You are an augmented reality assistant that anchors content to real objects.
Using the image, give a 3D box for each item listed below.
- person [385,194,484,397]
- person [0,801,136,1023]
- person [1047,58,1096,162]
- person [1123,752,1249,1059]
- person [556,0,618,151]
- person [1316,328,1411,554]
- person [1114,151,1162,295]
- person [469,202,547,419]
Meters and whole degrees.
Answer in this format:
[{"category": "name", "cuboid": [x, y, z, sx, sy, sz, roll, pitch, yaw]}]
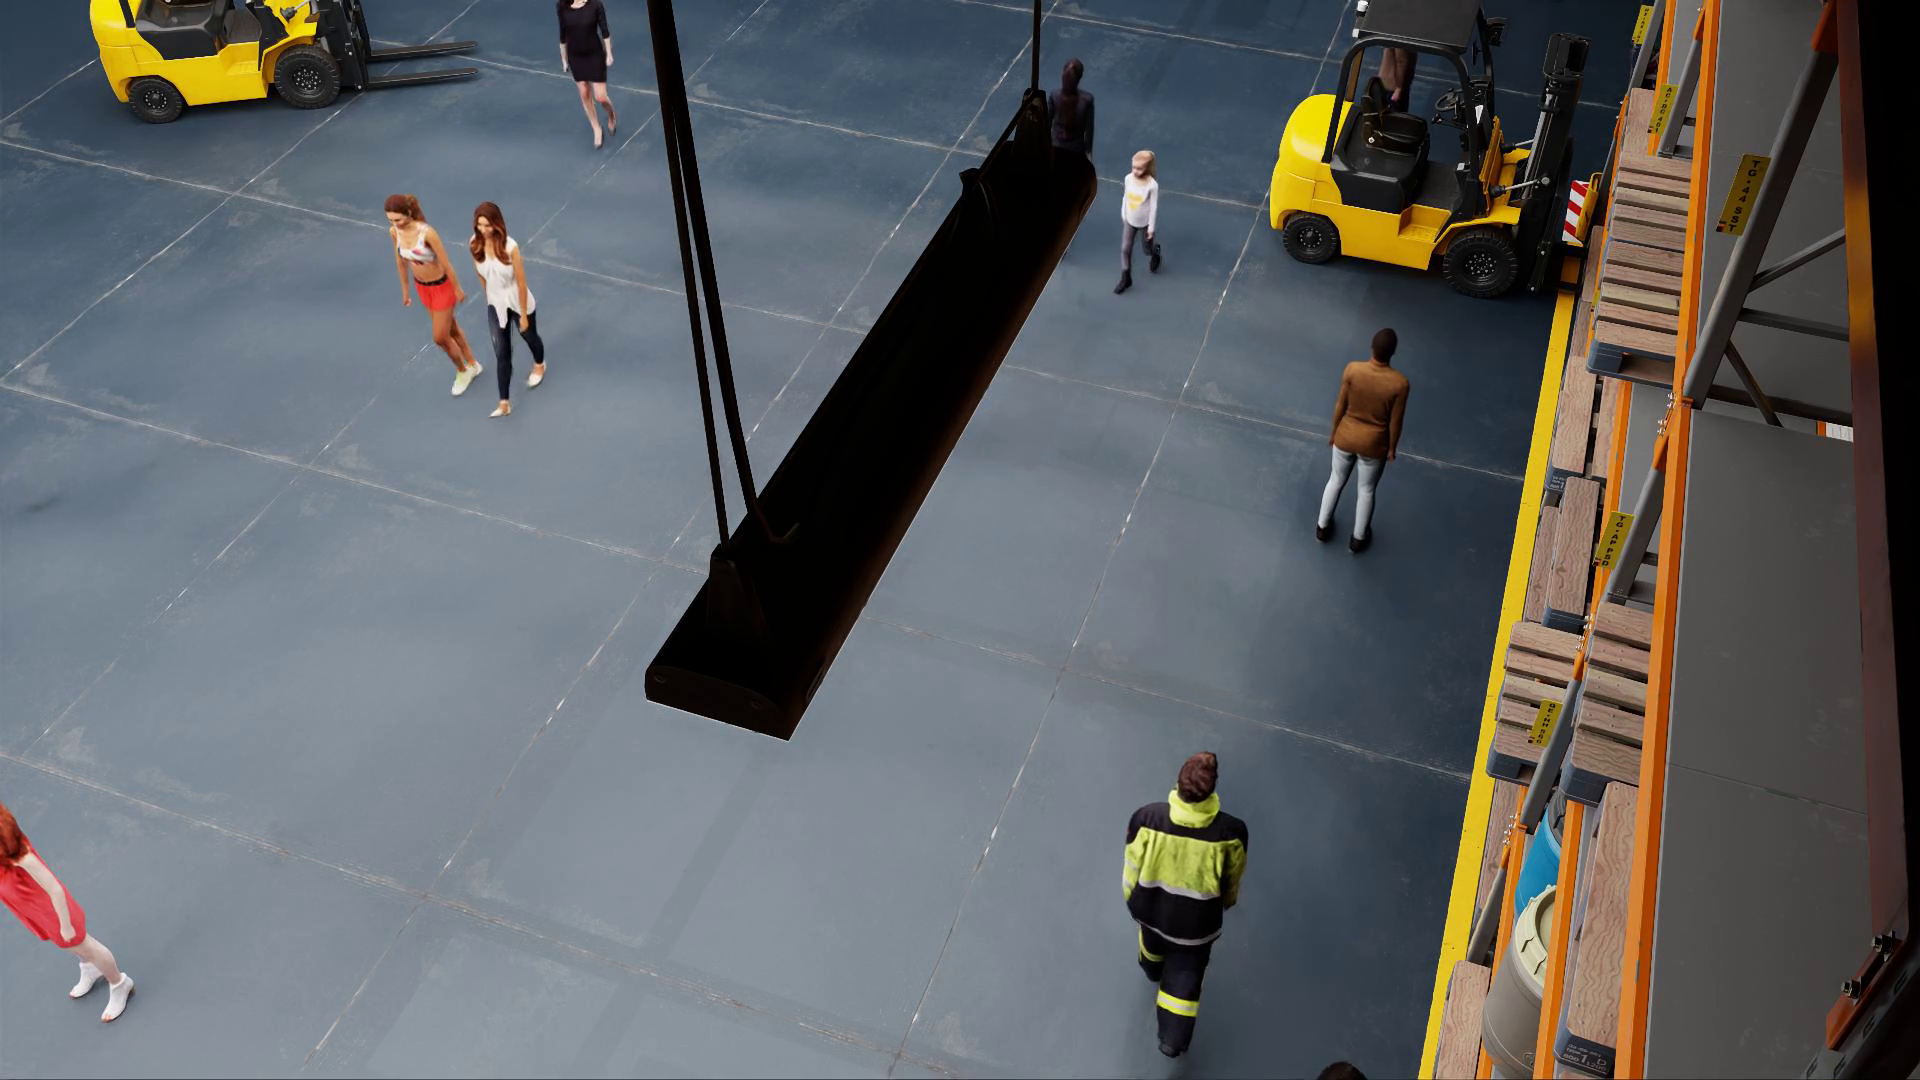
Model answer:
[{"category": "person", "cuboid": [-3.976, -1.965, 12.773, 0.626, 1.763, 0.645, 14, 45, 15]}, {"category": "person", "cuboid": [-4.769, 1.899, 8.671, 0.648, 1.826, 0.600, 25, 49, 24]}, {"category": "person", "cuboid": [0.910, -3.255, 14.193, 0.784, 1.671, 1.127, 4, 44, 4]}, {"category": "person", "cuboid": [1.111, 1.901, 8.581, 0.884, 1.949, 1.200, 8, 44, 8]}, {"category": "person", "cuboid": [-3.423, -4.475, 15.390, 0.673, 1.788, 0.722, 4, 44, 4]}, {"category": "person", "cuboid": [2.754, -0.682, 11.388, 0.637, 1.815, 0.553, 19, 47, 19]}, {"category": "person", "cuboid": [1.536, -2.690, 13.895, 0.596, 1.264, 0.847, 24, 49, 23]}, {"category": "person", "cuboid": [-3.378, -1.834, 12.647, 0.705, 1.747, 1.115, 8, 44, 8]}]
